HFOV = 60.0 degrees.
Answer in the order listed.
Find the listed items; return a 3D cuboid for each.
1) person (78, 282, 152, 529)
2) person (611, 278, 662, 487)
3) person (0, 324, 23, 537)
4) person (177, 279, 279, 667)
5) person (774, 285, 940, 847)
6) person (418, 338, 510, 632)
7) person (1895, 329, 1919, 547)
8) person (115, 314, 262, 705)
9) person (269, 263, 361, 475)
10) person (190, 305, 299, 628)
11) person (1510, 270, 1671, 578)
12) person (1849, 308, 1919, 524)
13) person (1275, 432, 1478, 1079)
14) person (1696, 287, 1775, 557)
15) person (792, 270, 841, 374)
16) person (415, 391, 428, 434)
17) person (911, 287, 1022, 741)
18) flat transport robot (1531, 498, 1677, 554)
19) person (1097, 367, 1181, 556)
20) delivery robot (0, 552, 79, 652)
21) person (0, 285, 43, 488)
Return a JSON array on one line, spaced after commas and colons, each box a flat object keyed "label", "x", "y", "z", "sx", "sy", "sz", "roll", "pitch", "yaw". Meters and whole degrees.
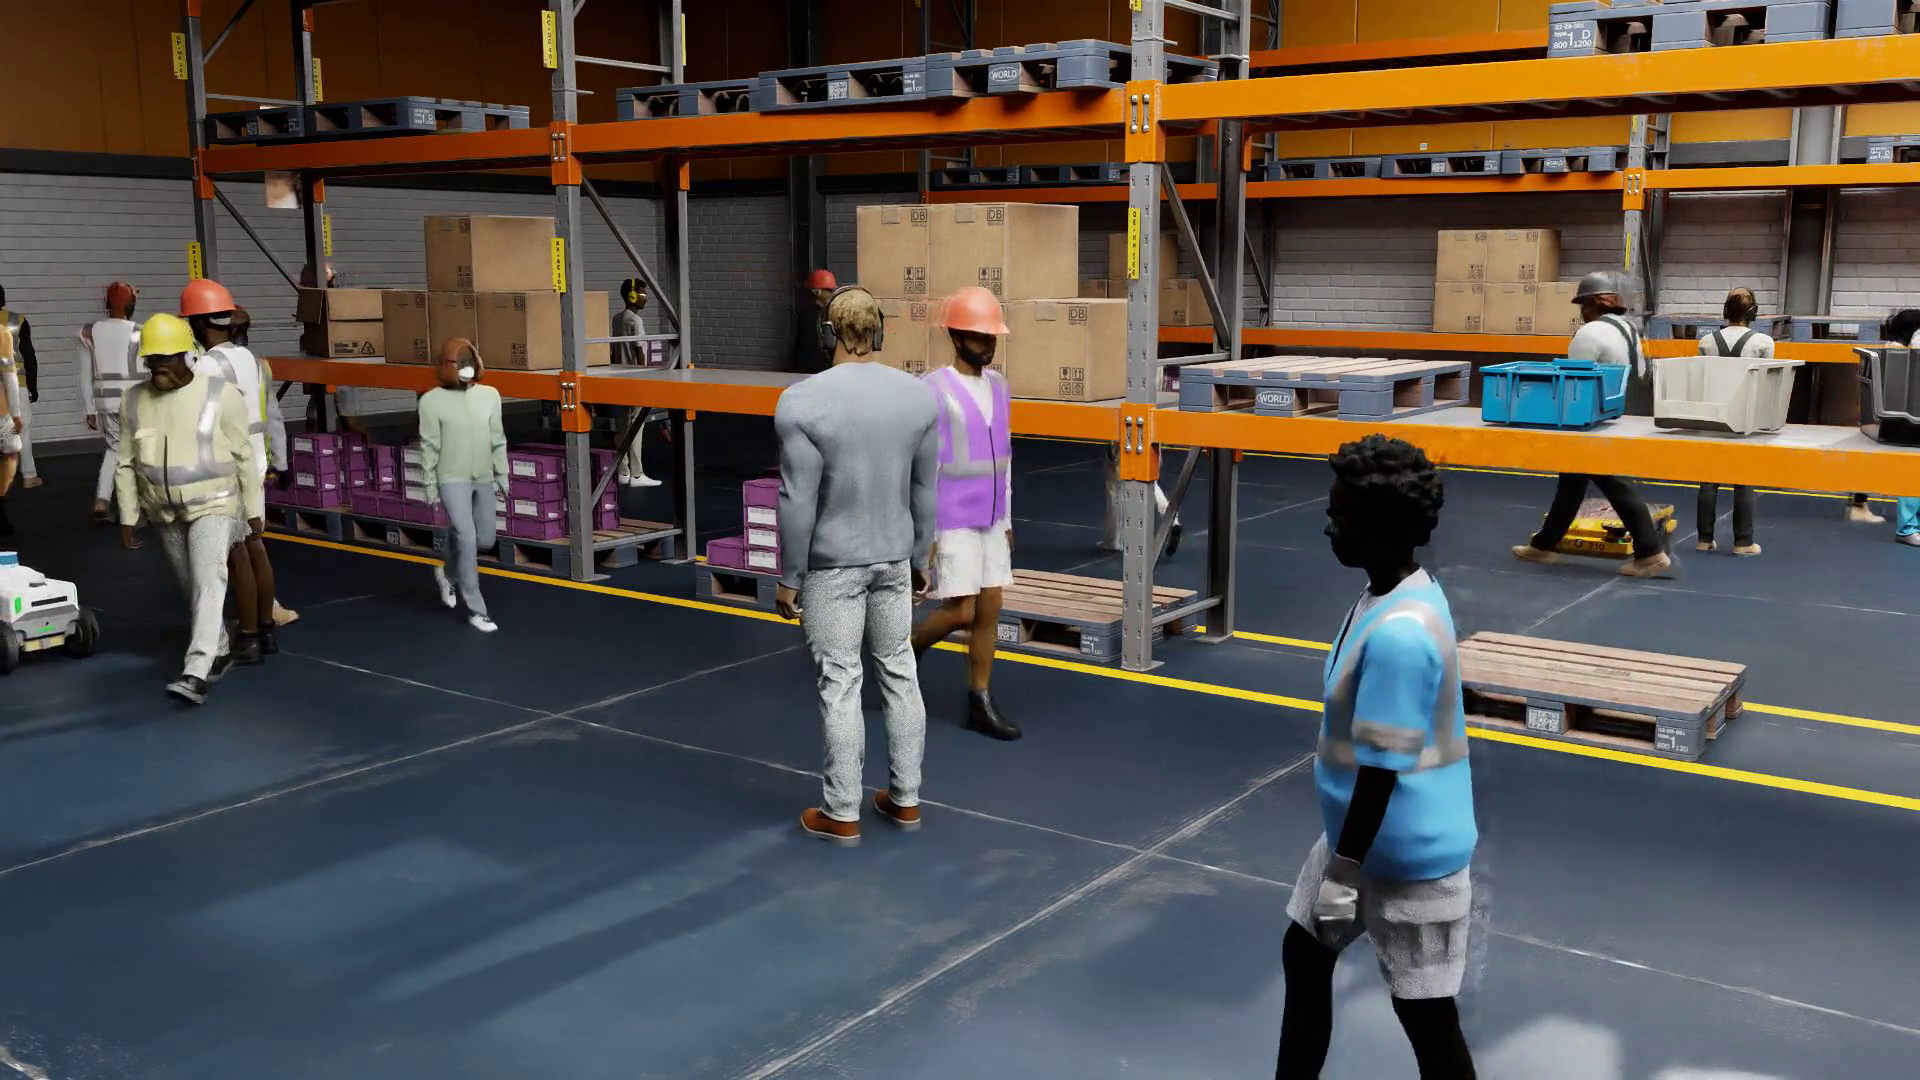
[{"label": "person", "x": -6.273, "y": -0.999, "z": 12.496, "sx": 0.585, "sy": 1.870, "sz": 0.404, "roll": 0, "pitch": 10, "yaw": -2}, {"label": "person", "x": -2.944, "y": -1.412, "z": 14.974, "sx": 0.311, "sy": 1.865, "sz": 0.535, "roll": -7, "pitch": 12, "yaw": -37}, {"label": "person", "x": -7.107, "y": -0.954, "z": 12.093, "sx": 0.546, "sy": 1.913, "sz": 0.507, "roll": -1, "pitch": 10, "yaw": -6}, {"label": "person", "x": -3.673, "y": -0.328, "z": 8.309, "sx": 0.376, "sy": 1.934, "sz": 0.547, "roll": 0, "pitch": 10, "yaw": -1}, {"label": "person", "x": -0.357, "y": 0.093, "z": 5.788, "sx": 0.633, "sy": 1.938, "sz": 0.356, "roll": -6, "pitch": 11, "yaw": -34}, {"label": "person", "x": -2.769, "y": -0.321, "z": 9.217, "sx": 0.654, "sy": 1.608, "sz": 0.508, "roll": 8, "pitch": 13, "yaw": 40}, {"label": "person", "x": 6.925, "y": -0.877, "z": 11.837, "sx": 0.563, "sy": 1.847, "sz": 0.394, "roll": -6, "pitch": 11, "yaw": -31}, {"label": "person", "x": -3.608, "y": -0.151, "z": 7.709, "sx": 0.597, "sy": 1.777, "sz": 0.913, "roll": 1, "pitch": 10, "yaw": 4}, {"label": "person", "x": -5.560, "y": -1.385, "z": 14.383, "sx": 0.971, "sy": 2.001, "sz": 0.635, "roll": 0, "pitch": 10, "yaw": 2}, {"label": "person", "x": -4.113, "y": -0.431, "z": 9.364, "sx": 0.976, "sy": 1.799, "sz": 0.634, "roll": 5, "pitch": 11, "yaw": 27}, {"label": "person", "x": 4.196, "y": -0.804, "z": 10.828, "sx": 1.067, "sy": 2.000, "sz": 0.681, "roll": 7, "pitch": 12, "yaw": 36}, {"label": "person", "x": 7.252, "y": -0.927, "z": 12.708, "sx": 0.783, "sy": 1.659, "sz": 0.530, "roll": 3, "pitch": 10, "yaw": 19}, {"label": "person", "x": 0.770, "y": 0.617, "z": 3.429, "sx": 0.733, "sy": 1.666, "sz": 0.557, "roll": 2, "pitch": 10, "yaw": 9}, {"label": "person", "x": 5.301, "y": -0.804, "z": 11.409, "sx": 0.505, "sy": 1.846, "sz": 0.346, "roll": 9, "pitch": 13, "yaw": 41}, {"label": "person", "x": -1.242, "y": -1.501, "z": 15.273, "sx": 1.058, "sy": 1.929, "sz": 0.644, "roll": 2, "pitch": 10, "yaw": 14}, {"label": "person", "x": -4.688, "y": -1.335, "z": 14.858, "sx": 0.511, "sy": 1.745, "sz": 0.542, "roll": -9, "pitch": 13, "yaw": -43}, {"label": "person", "x": -0.004, "y": -0.111, "z": 7.077, "sx": 0.584, "sy": 1.920, "sz": 0.544, "roll": 8, "pitch": 13, "yaw": 41}, {"label": "flat transport robot", "x": 4.663, "y": -0.116, "z": 11.991, "sx": 0.652, "sy": 0.197, "sz": 1.431, "roll": 7, "pitch": 12, "yaw": 35}, {"label": "person", "x": 1.222, "y": -0.681, "z": 11.363, "sx": 0.513, "sy": 1.609, "sz": 0.736, "roll": -5, "pitch": 11, "yaw": -28}, {"label": "delivery robot", "x": -4.786, "y": 0.302, "z": 8.379, "sx": 0.707, "sy": 0.478, "sz": 0.477, "roll": 6, "pitch": 11, "yaw": 31}, {"label": "person", "x": -8.518, "y": -1.365, "z": 14.762, "sx": 0.621, "sy": 1.845, "sz": 0.429, "roll": -3, "pitch": 10, "yaw": -18}]
